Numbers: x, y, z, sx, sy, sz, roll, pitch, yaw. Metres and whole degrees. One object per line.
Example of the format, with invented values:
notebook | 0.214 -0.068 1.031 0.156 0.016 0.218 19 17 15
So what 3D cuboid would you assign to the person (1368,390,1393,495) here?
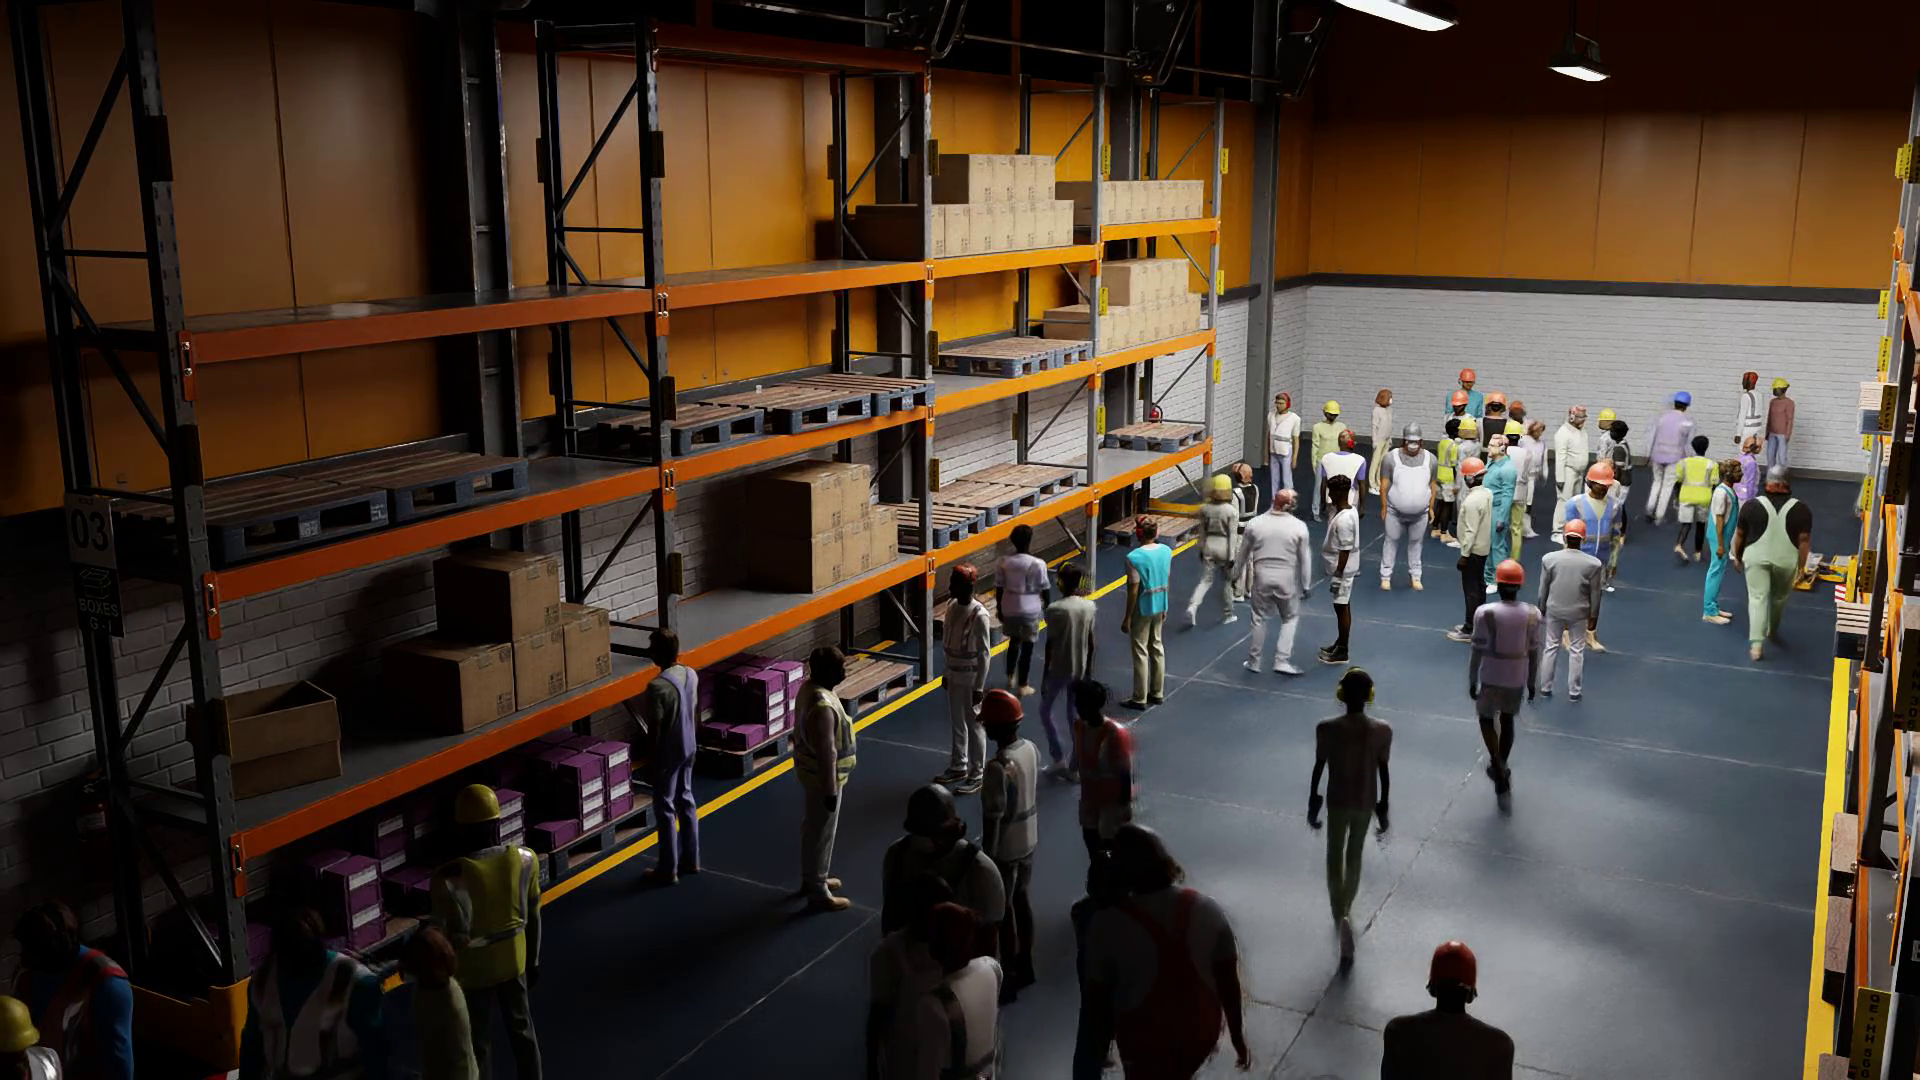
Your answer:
person | 6.563 -1.529 25.870 0.508 1.632 0.273 -12 17 -43

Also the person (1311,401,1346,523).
person | 5.266 -1.120 23.759 0.525 1.761 0.340 -2 13 -10

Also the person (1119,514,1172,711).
person | 1.743 0.675 15.525 0.572 1.844 0.376 -11 17 -41

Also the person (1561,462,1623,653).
person | 6.568 0.191 17.287 0.602 2.035 0.404 -1 13 -3

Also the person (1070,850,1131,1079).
person | 0.791 2.341 8.225 0.528 1.792 0.893 7 14 29

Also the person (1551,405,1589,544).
person | 8.238 -0.881 22.393 0.655 1.894 0.399 -11 17 -42

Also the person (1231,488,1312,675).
person | 3.078 0.422 16.587 0.832 1.889 0.473 5 13 19

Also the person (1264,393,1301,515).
person | 4.668 -1.219 24.033 0.386 1.837 0.564 -10 16 -37

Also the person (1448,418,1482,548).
person | 6.745 -0.767 22.221 0.492 1.741 0.323 -11 17 -41

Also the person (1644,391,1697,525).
person | 10.074 -1.156 23.585 0.627 1.909 0.537 12 17 43

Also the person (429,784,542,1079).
person | -2.441 2.190 8.602 0.581 1.918 0.404 -12 17 -42

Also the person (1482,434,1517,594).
person | 6.352 -0.318 19.828 0.407 1.913 0.641 -1 13 -5

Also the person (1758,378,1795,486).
person | 12.932 -1.681 26.285 0.339 1.753 0.535 -3 13 -12

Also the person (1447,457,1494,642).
person | 5.466 0.101 17.778 0.391 1.987 0.608 8 15 33

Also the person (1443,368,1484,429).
person | 7.739 -1.644 25.573 0.612 1.995 0.377 -1 13 -6

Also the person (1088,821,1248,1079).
person | 0.967 2.278 7.910 0.729 2.000 1.007 -3 13 -15

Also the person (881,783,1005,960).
person | -0.136 2.172 8.386 0.684 2.000 0.537 7 14 29

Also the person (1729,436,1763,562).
person | 10.110 -0.532 21.419 0.318 1.632 0.520 3 13 14

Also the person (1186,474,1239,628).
person | 2.803 0.129 18.293 0.486 1.717 0.774 10 16 37

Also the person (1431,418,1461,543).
person | 6.615 -0.811 22.540 0.319 1.691 0.536 -2 13 -8

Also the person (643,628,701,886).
person | -2.036 1.521 11.769 0.339 1.834 0.523 7 14 27

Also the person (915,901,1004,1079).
person | 0.021 2.491 7.351 0.663 1.867 0.586 9 15 34

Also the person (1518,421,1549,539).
person | 7.827 -0.815 22.726 0.524 1.599 0.815 -4 13 -19

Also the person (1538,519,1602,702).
person | 5.790 0.661 15.819 0.566 1.744 0.350 7 14 28

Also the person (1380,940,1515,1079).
person | 2.105 2.576 7.248 0.568 1.743 0.348 4 13 17

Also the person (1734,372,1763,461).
person | 12.360 -1.699 26.101 0.568 1.878 0.350 -11 17 -41

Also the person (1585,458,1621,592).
person | 7.652 -0.177 19.839 0.497 1.630 0.279 -4 13 -17

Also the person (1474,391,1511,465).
person | 7.238 -1.009 22.658 0.617 2.029 0.409 4 13 18

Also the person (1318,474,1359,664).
person | 3.877 0.294 16.981 0.378 1.957 0.600 4 13 17

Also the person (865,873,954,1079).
person | -0.224 2.409 7.807 0.551 1.823 0.560 -8 15 -31

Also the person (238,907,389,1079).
person | -2.926 2.495 7.512 0.648 1.790 0.983 3 13 15

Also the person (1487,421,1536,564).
person | 6.850 -0.531 20.767 0.587 1.919 0.397 3 13 13

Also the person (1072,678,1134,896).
person | 1.006 1.713 11.297 0.537 1.661 0.544 -9 16 -36

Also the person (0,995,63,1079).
person | -3.783 2.666 6.660 0.403 1.826 0.591 6 14 23

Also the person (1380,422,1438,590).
person | 5.365 -0.397 19.888 0.675 2.000 0.537 1 13 4

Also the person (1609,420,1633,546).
person | 8.871 -0.774 22.389 0.331 1.683 0.538 5 14 23

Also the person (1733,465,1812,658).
person | 8.451 0.164 17.375 0.698 2.000 1.073 5 13 21

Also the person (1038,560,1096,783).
person | 0.855 1.077 13.709 0.549 1.850 0.528 -7 14 -28

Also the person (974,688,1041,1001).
person | 0.261 1.843 10.131 0.416 1.928 0.542 7 14 29

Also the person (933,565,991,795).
person | 0.027 1.115 13.471 0.355 1.884 0.575 -8 15 -32

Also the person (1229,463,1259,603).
person | 3.288 -0.085 19.391 0.515 1.641 0.314 -12 17 -44

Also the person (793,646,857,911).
person | -0.918 1.612 11.359 0.430 1.837 0.628 -3 13 -12

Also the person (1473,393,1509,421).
person | 7.426 -1.107 23.370 0.633 1.903 0.610 0 13 1

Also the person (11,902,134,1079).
person | -3.970 2.482 7.482 0.632 1.835 0.431 5 14 22

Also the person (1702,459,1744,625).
person | 8.494 0.009 18.509 0.345 1.847 0.506 7 14 29

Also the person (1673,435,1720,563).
person | 9.363 -0.501 21.203 0.560 1.662 0.720 7 15 29

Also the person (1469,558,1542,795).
person | 4.397 1.115 13.413 0.548 1.919 0.715 0 13 2

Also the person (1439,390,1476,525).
person | 7.050 -1.169 23.605 0.385 1.929 0.543 -10 16 -37

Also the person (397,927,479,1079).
person | -2.367 2.527 7.760 0.432 1.609 0.524 -10 16 -39

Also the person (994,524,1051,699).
person | 0.612 0.676 15.884 0.548 1.687 0.418 7 14 29

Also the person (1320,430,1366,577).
person | 4.712 -0.436 20.517 0.563 1.839 0.394 8 15 30

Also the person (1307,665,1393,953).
person | 2.539 1.734 10.809 0.521 1.844 0.806 1 13 4
